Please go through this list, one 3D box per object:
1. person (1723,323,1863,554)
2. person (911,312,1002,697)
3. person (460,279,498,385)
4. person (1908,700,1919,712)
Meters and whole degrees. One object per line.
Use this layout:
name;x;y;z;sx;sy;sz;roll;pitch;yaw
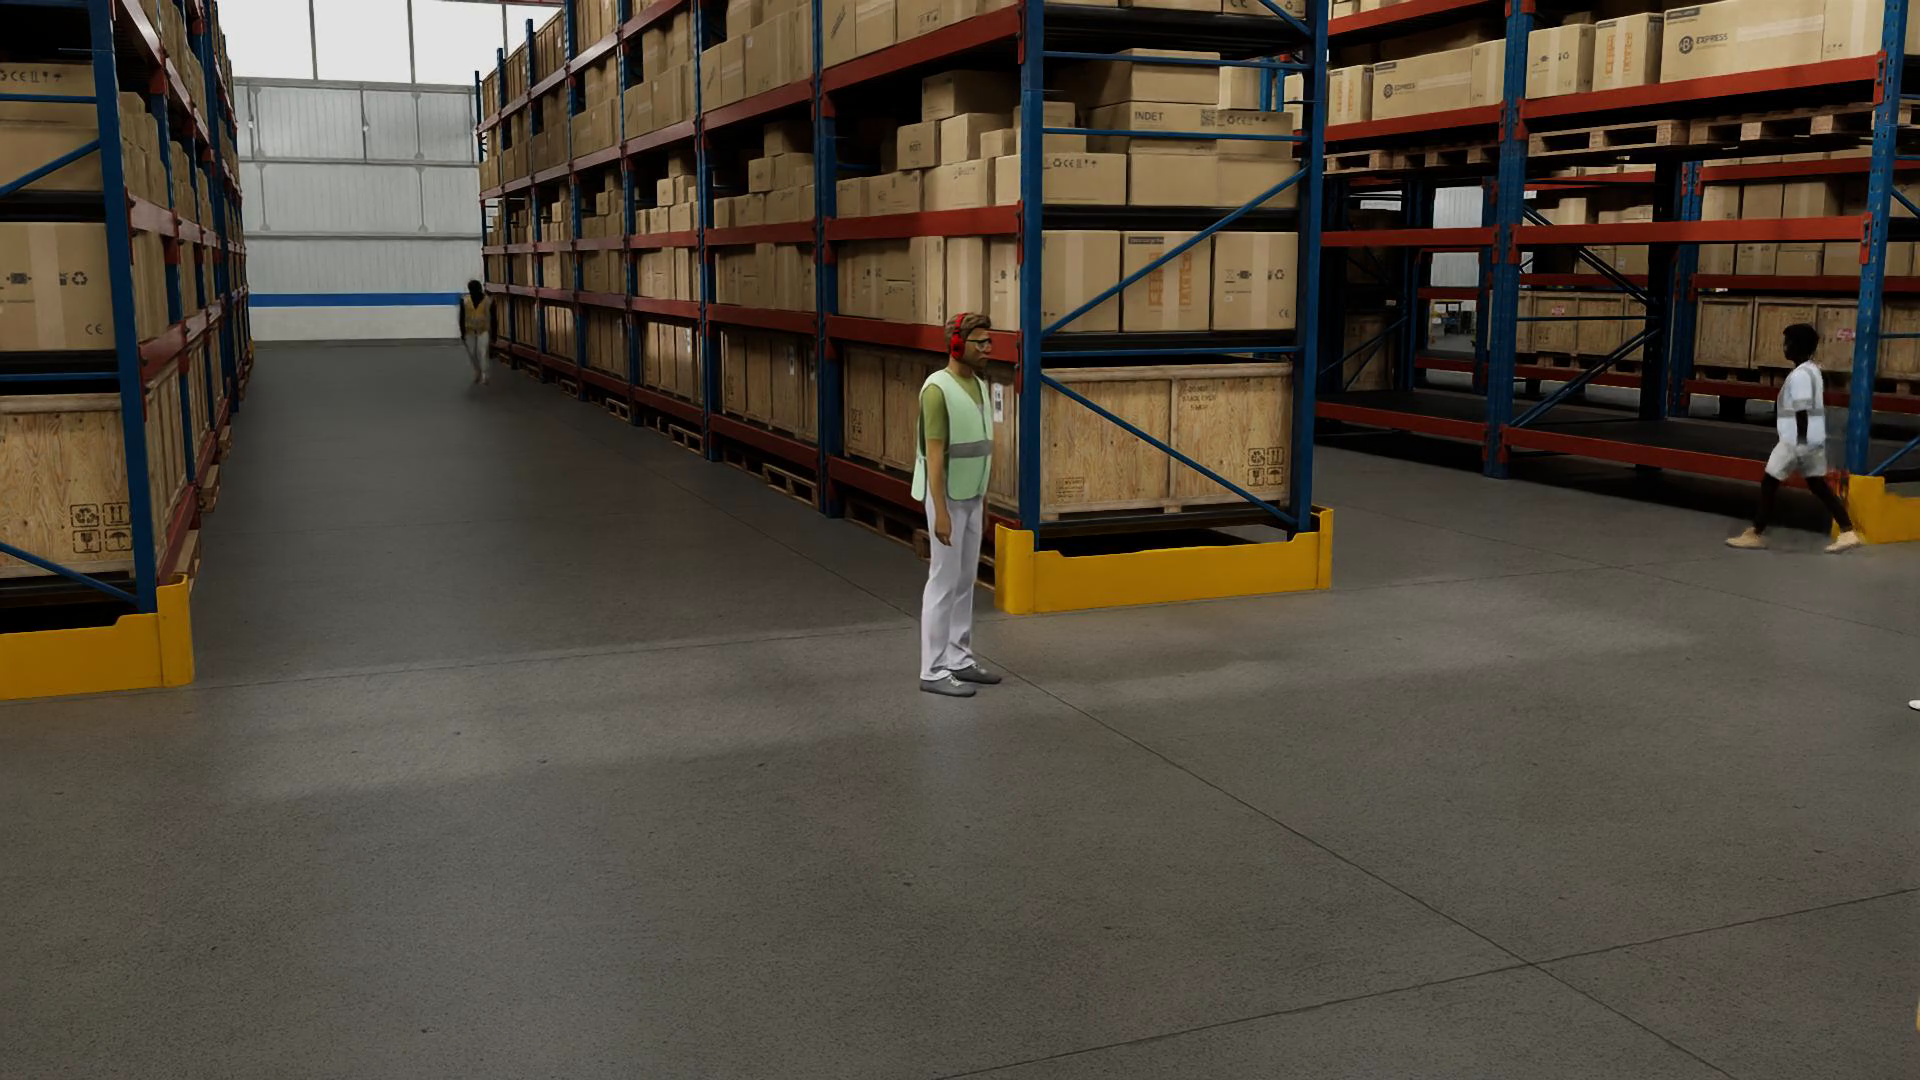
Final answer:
person;6.021;-0.714;11.831;0.872;1.649;0.531;7;12;38
person;-0.025;-0.176;8.043;0.390;1.840;0.562;4;10;25
person;-8.183;-3.548;28.357;0.632;1.794;0.778;0;9;3
person;4.652;-0.132;7.610;0.401;1.900;0.647;9;13;43
